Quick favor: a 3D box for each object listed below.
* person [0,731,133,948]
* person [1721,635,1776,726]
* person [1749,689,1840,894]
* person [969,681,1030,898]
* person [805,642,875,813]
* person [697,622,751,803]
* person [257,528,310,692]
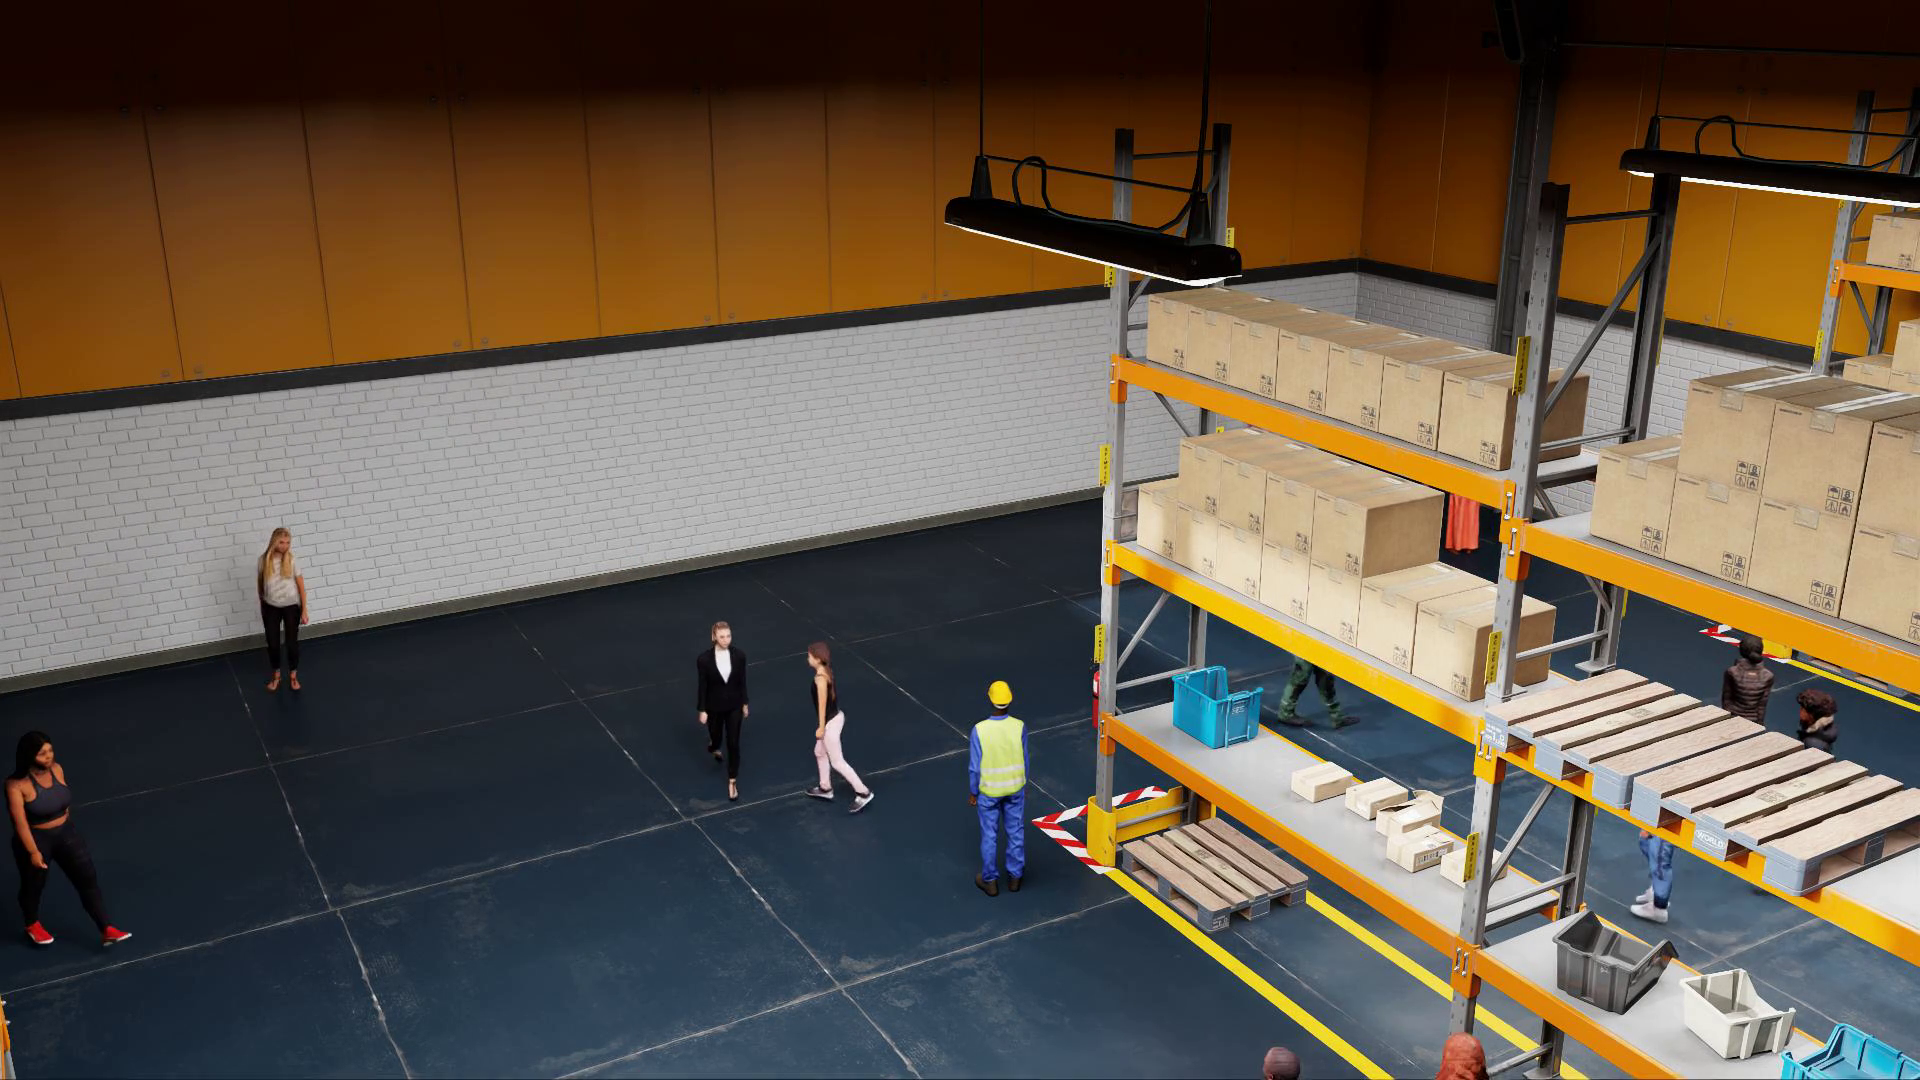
[{"bbox_3d":[-6.935,2.280,12.504,1.292,1.763,1.103,9,21,24],"label":"person"},{"bbox_3d":[6.846,1.630,14.596,0.757,1.660,0.699,-8,20,-22],"label":"person"},{"bbox_3d":[6.812,2.052,13.198,1.097,1.752,0.944,9,21,26],"label":"person"},{"bbox_3d":[0.319,1.981,13.318,0.722,1.811,0.676,-5,19,-14],"label":"person"},{"bbox_3d":[-1.096,1.651,14.744,0.912,1.526,0.901,1,19,3],"label":"person"},{"bbox_3d":[-2.141,1.495,14.948,0.743,1.692,0.967,-7,20,-21],"label":"person"},{"bbox_3d":[-6.990,0.714,17.121,0.739,1.784,0.719,0,19,-1],"label":"person"}]
